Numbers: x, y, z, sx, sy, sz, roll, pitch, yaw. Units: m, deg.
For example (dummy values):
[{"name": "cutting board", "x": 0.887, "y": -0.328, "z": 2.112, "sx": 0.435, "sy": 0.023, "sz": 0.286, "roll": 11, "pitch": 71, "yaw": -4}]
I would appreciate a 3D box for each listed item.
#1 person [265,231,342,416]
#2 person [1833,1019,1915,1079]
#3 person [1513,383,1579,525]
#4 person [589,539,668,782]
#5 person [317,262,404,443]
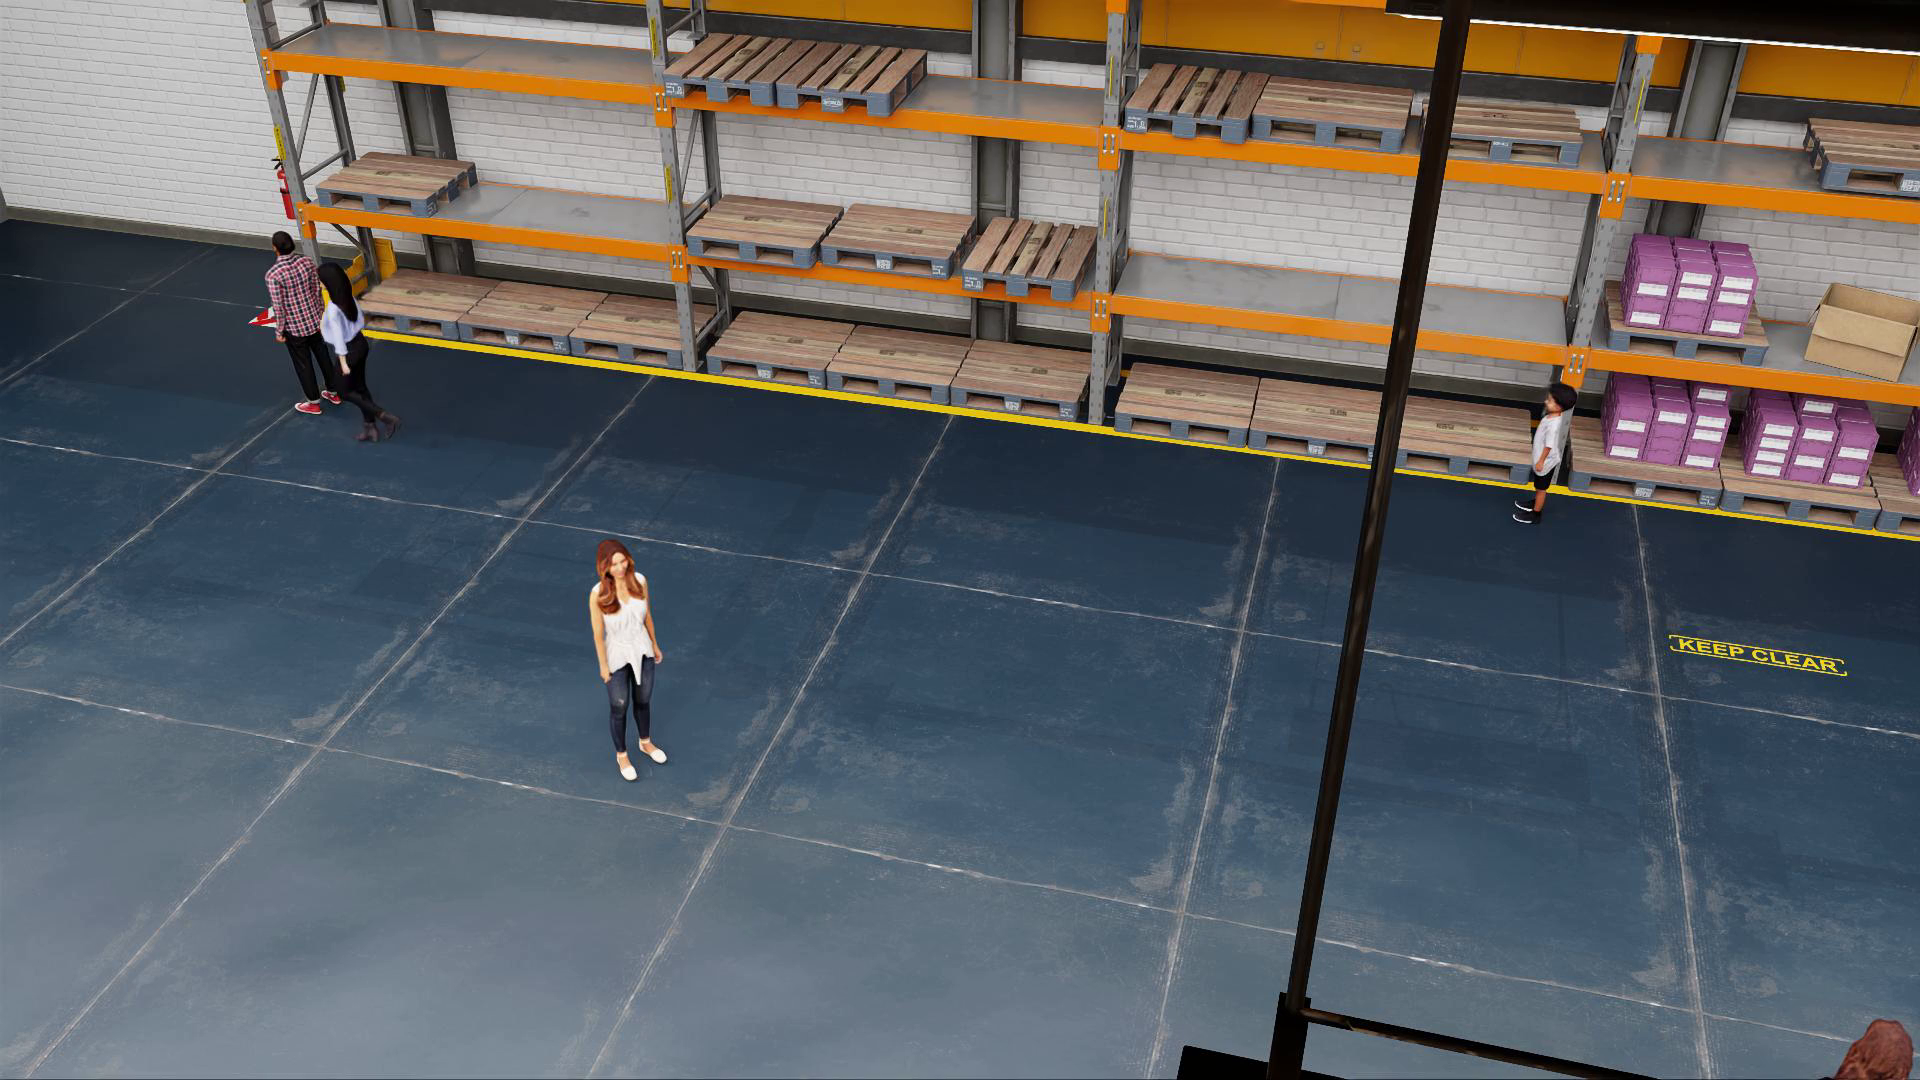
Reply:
[{"name": "person", "x": -5.967, "y": -1.984, "z": 15.067, "sx": 0.709, "sy": 1.760, "sz": 0.762, "roll": 19, "pitch": 38, "yaw": 26}, {"name": "person", "x": 4.055, "y": 2.913, "z": 7.669, "sx": 0.518, "sy": 1.795, "sz": 0.689, "roll": 5, "pitch": 34, "yaw": 7}, {"name": "person", "x": 4.807, "y": -0.721, "z": 13.616, "sx": 0.529, "sy": 1.263, "sz": 0.506, "roll": 12, "pitch": 36, "yaw": 18}, {"name": "person", "x": -2.195, "y": 0.760, "z": 10.918, "sx": 0.679, "sy": 1.784, "sz": 0.700, "roll": -26, "pitch": 41, "yaw": -33}, {"name": "person", "x": -5.219, "y": -1.604, "z": 14.517, "sx": 0.822, "sy": 1.736, "sz": 0.731, "roll": 2, "pitch": 34, "yaw": 3}]
